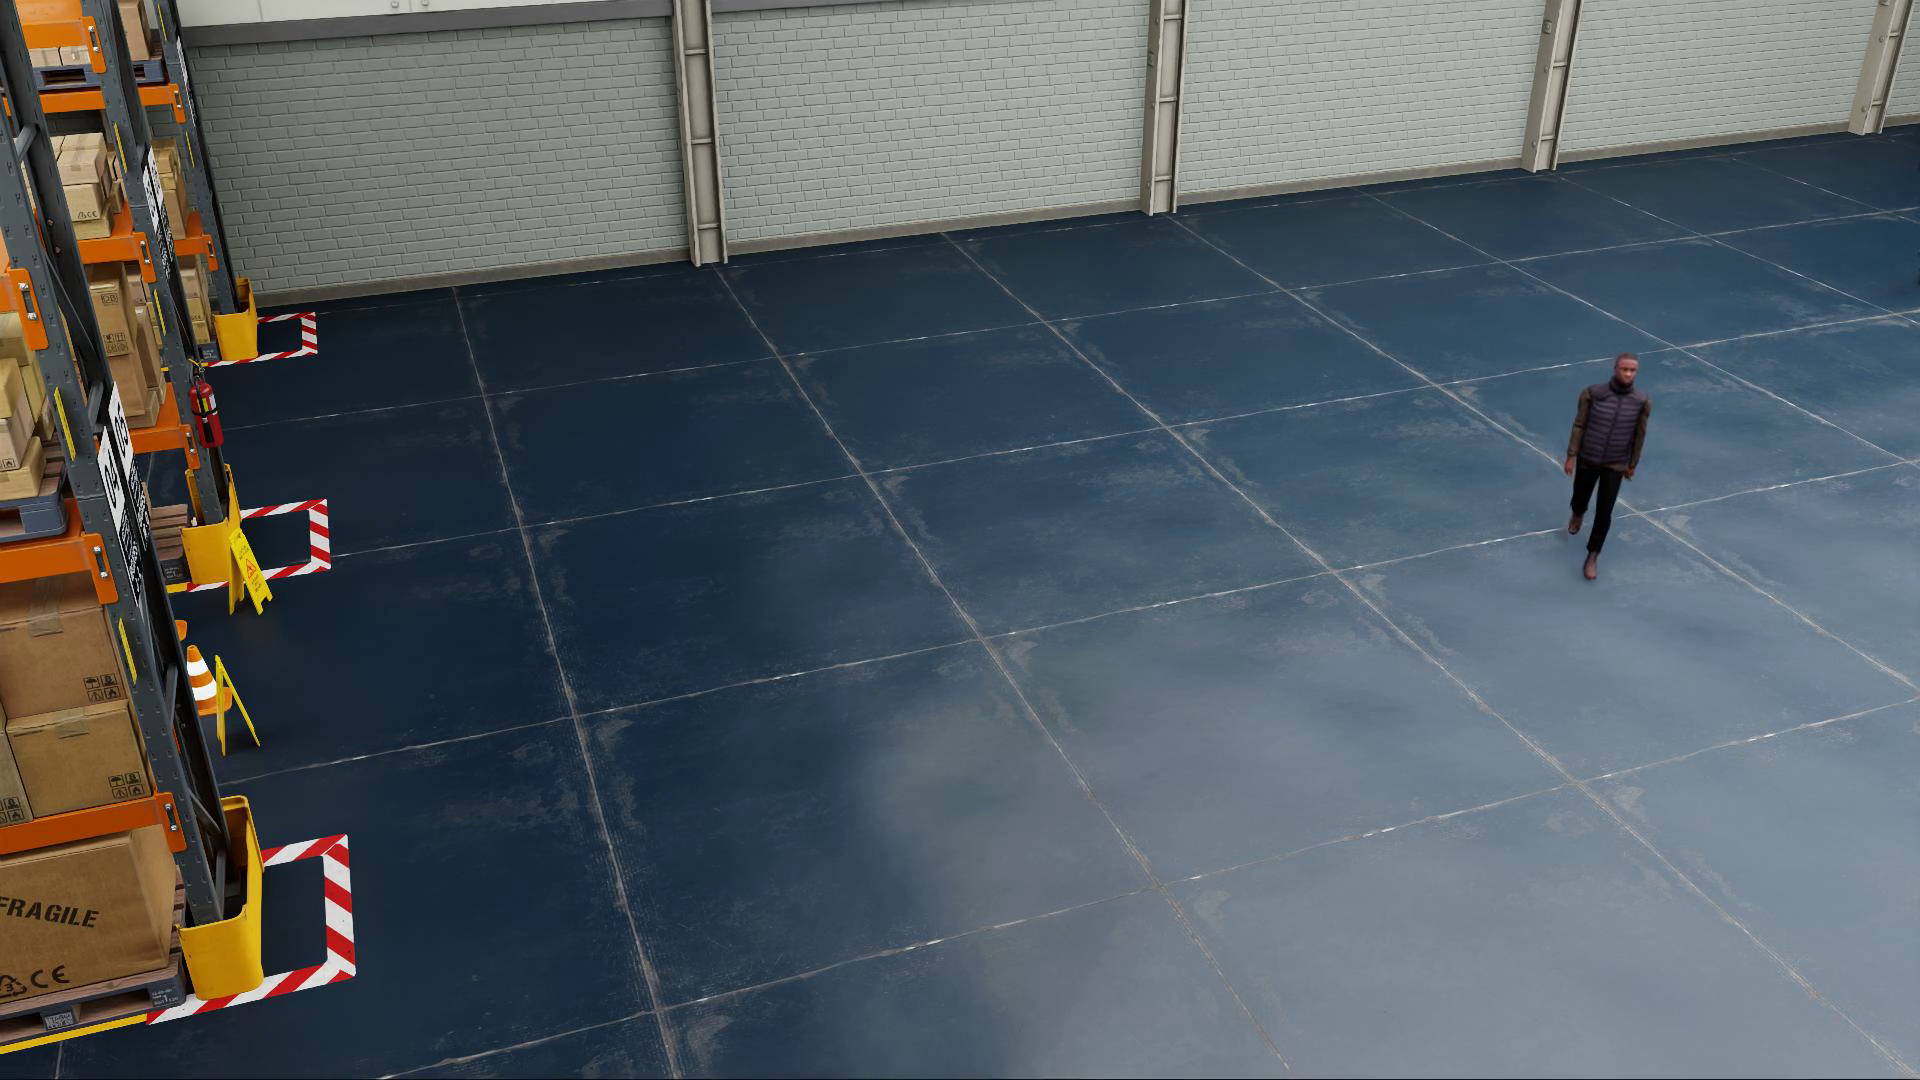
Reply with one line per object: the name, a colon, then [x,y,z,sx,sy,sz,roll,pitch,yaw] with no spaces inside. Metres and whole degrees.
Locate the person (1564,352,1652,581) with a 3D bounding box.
person: [5.020,-0.638,13.028,1.119,1.813,1.139,9,29,16]
